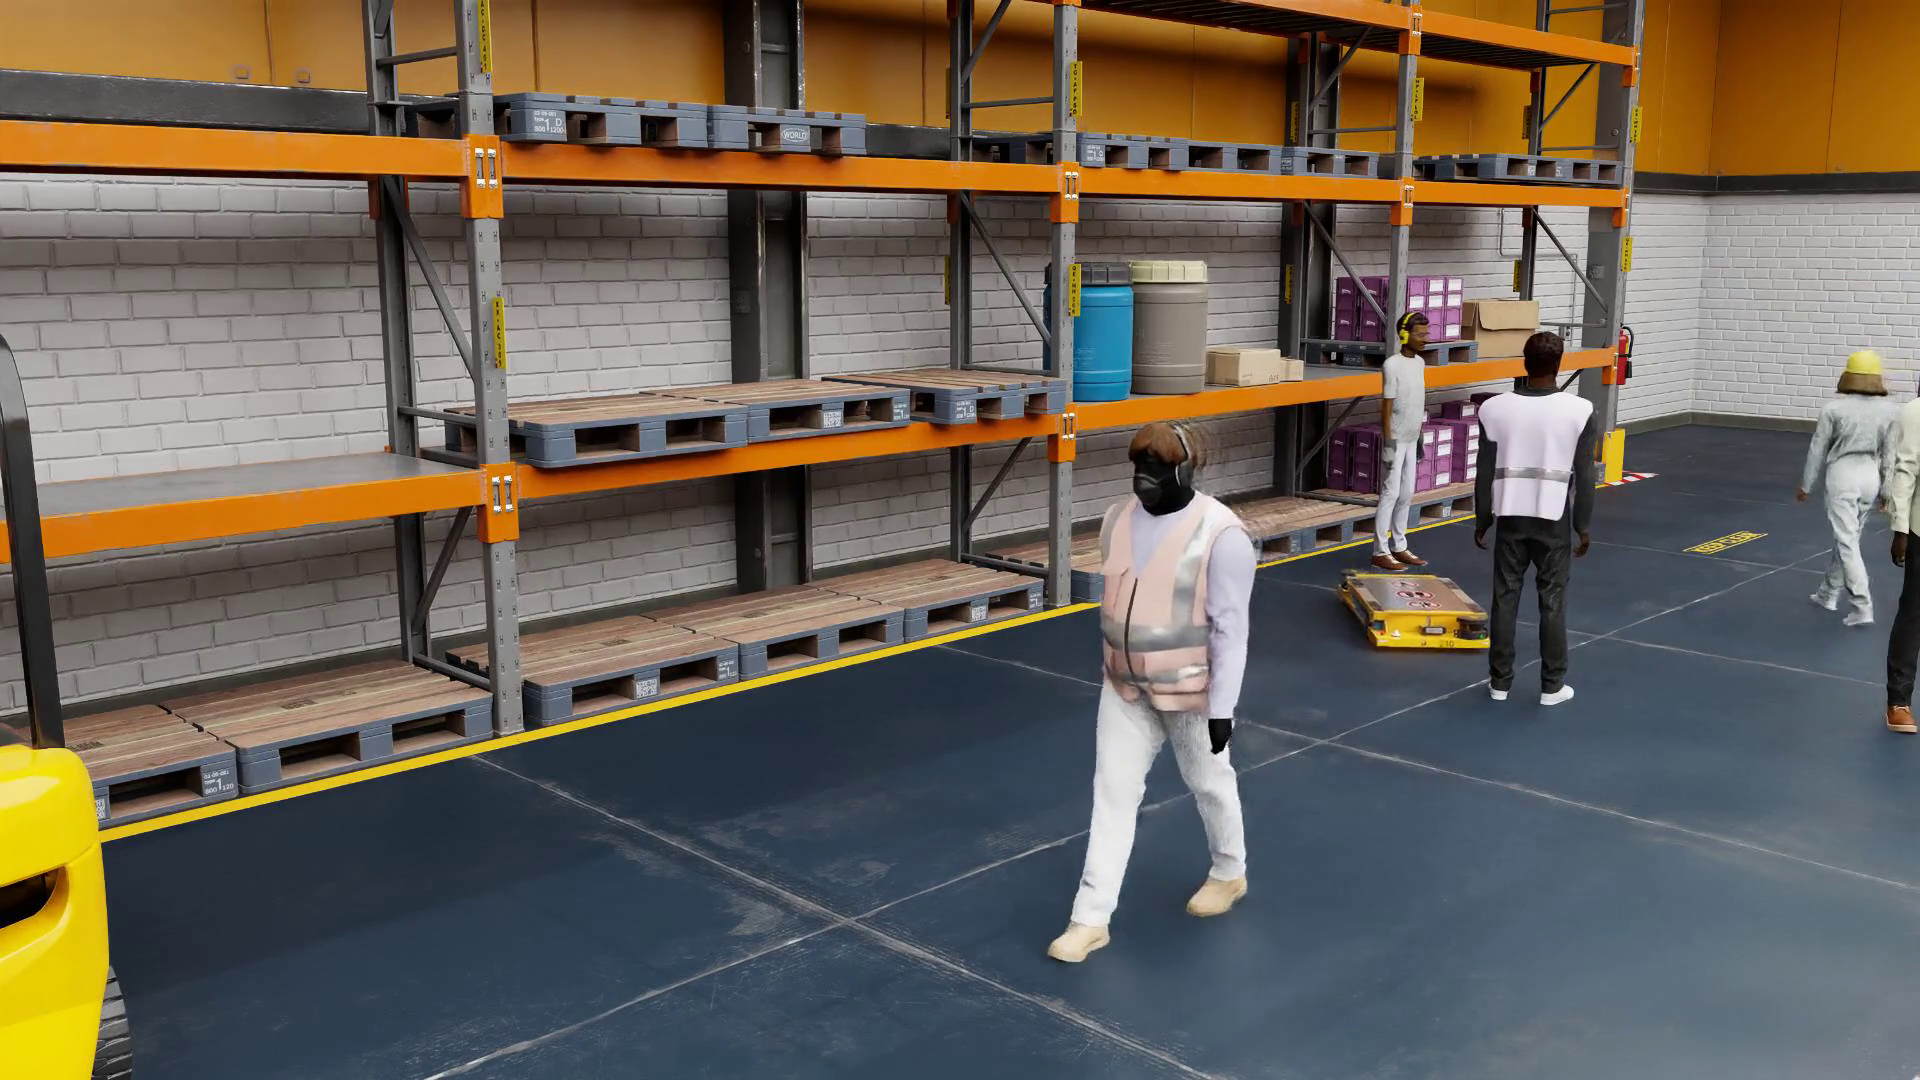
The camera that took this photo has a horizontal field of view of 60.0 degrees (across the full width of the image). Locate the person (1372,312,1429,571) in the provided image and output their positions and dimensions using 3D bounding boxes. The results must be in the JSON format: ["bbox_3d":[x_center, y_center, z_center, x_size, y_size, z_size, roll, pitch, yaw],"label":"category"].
[{"bbox_3d":[3.207,-0.710,12.019,0.323,1.861,0.511,10,14,43],"label":"person"}]

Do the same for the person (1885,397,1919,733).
[{"bbox_3d":[4.808,-0.047,8.020,0.611,1.996,0.379,1,10,8],"label":"person"}]

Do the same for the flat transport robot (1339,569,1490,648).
[{"bbox_3d":[2.772,0.410,10.237,0.652,0.197,1.431,1,10,4],"label":"flat transport robot"}]

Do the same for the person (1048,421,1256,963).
[{"bbox_3d":[0.705,0.488,5.673,0.639,1.797,0.945,9,14,42],"label":"person"}]

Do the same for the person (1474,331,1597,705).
[{"bbox_3d":[2.943,-0.106,8.555,0.588,1.920,0.398,6,12,29],"label":"person"}]

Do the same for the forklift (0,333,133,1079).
[{"bbox_3d":[-3.289,0.485,4.582,1.214,2.155,2.313,-10,14,-44],"label":"forklift"}]

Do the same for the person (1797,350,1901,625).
[{"bbox_3d":[5.581,-0.333,10.411,0.503,1.700,0.895,0,10,0],"label":"person"}]
